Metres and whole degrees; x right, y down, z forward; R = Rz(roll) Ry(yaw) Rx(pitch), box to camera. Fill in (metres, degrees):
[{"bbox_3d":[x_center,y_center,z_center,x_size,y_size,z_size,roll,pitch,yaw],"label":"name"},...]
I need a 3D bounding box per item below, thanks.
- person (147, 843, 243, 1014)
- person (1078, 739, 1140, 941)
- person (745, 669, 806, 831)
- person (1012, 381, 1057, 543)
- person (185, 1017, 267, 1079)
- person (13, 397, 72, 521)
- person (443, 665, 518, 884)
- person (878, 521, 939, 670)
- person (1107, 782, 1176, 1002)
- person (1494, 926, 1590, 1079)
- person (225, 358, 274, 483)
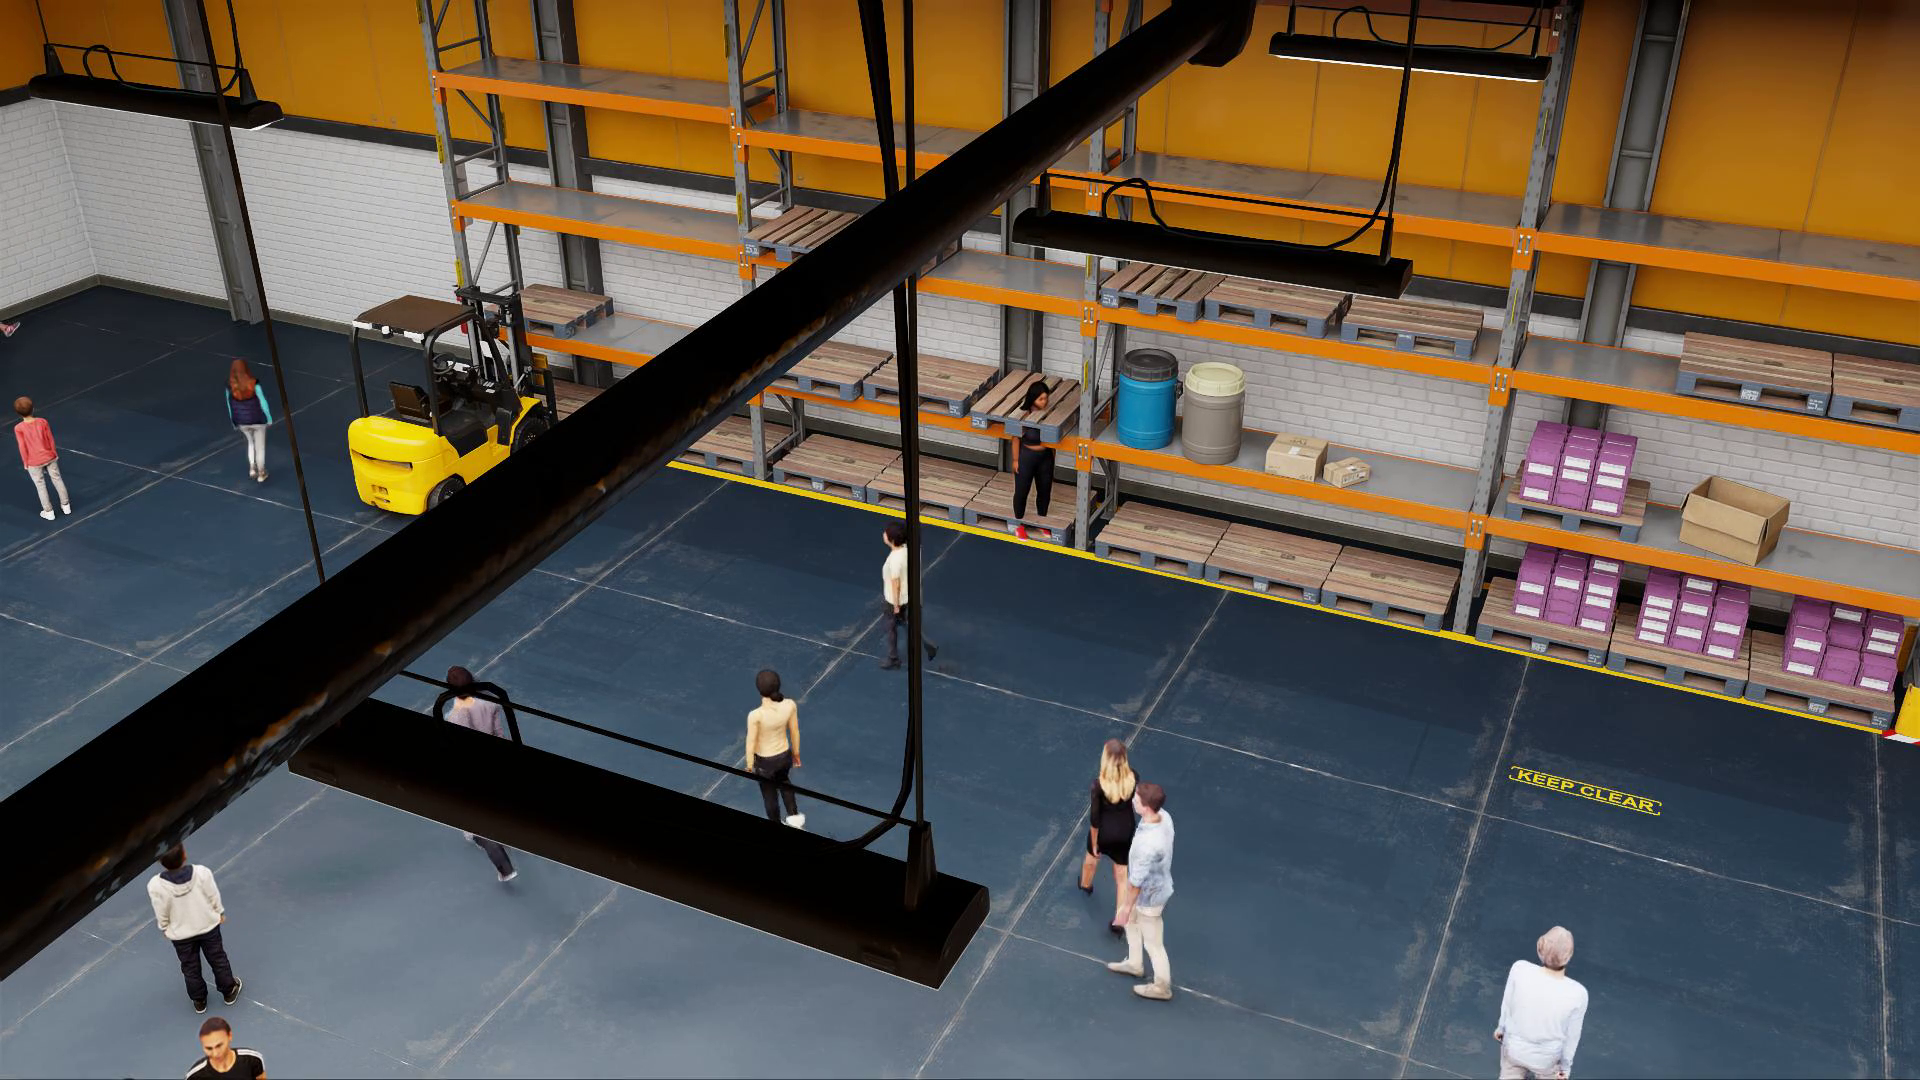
[{"bbox_3d":[-5.358,2.683,11.616,0.660,1.455,0.710,-12,31,-20],"label":"person"},{"bbox_3d":[1.161,2.237,12.238,0.940,1.644,0.973,-8,30,-14],"label":"person"},{"bbox_3d":[-1.431,1.763,13.103,0.713,1.649,0.758,-19,34,-31],"label":"person"},{"bbox_3d":[0.788,-0.873,17.760,0.768,1.815,0.828,-10,30,-17],"label":"person"},{"bbox_3d":[-4.302,3.486,9.923,0.661,1.668,0.706,-12,31,-21],"label":"person"},{"bbox_3d":[-10.082,-0.904,18.233,0.561,1.417,0.568,25,37,38],"label":"person"},{"bbox_3d":[-3.700,1.822,12.816,1.225,1.819,0.925,24,37,36],"label":"person"},{"bbox_3d":[-0.505,0.539,15.427,0.846,1.572,0.674,7,29,13],"label":"person"},{"bbox_3d":[1.412,2.489,11.581,0.792,1.830,0.724,7,29,13],"label":"person"},{"bbox_3d":[3.496,3.202,10.224,0.716,1.878,0.765,17,33,28],"label":"person"},{"bbox_3d":[-8.106,-1.336,18.951,0.648,1.489,0.729,1,29,1],"label":"person"}]
